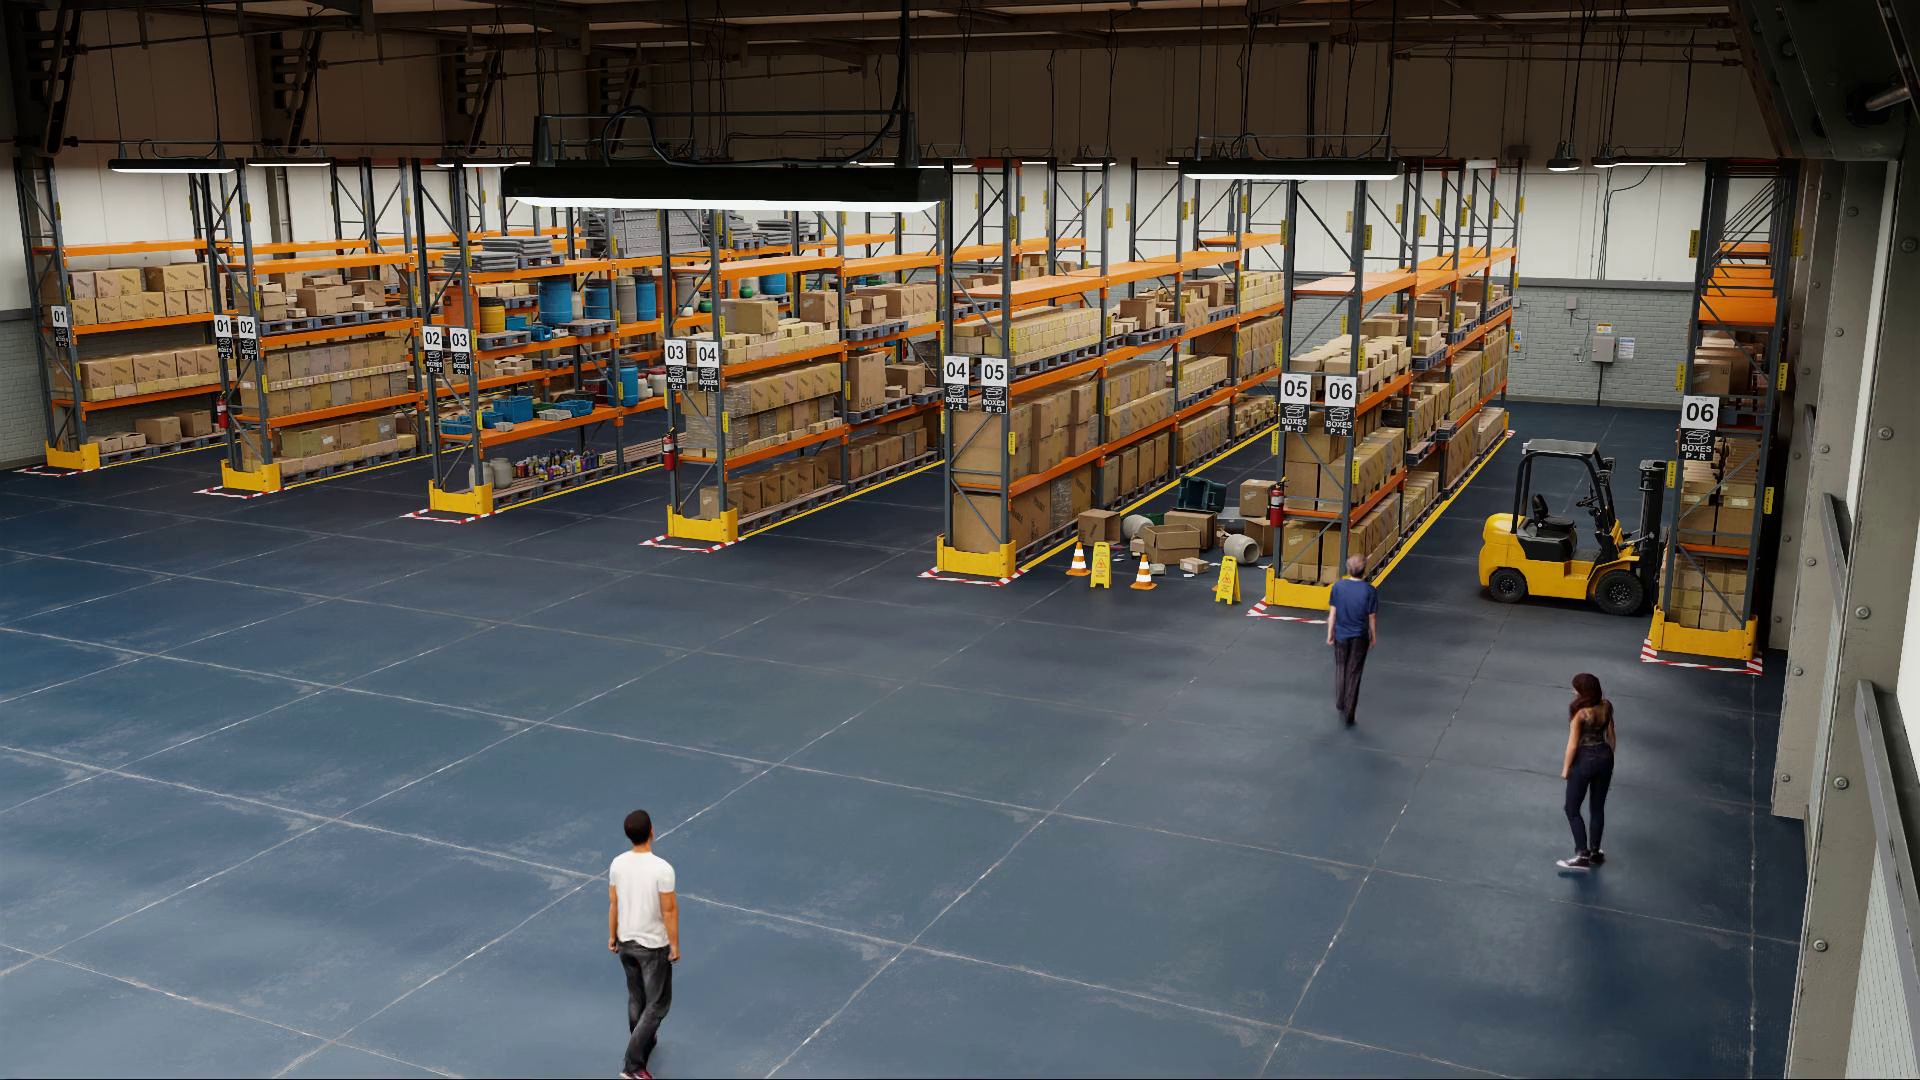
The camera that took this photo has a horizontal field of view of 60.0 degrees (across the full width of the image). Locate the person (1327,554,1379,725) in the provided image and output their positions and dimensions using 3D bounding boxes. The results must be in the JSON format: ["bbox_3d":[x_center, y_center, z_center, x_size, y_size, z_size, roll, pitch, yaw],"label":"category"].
[{"bbox_3d":[4.211,1.092,17.954,0.677,1.847,0.874,6,14,23],"label":"person"}]

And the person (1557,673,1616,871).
[{"bbox_3d":[5.503,1.974,14.380,0.807,1.742,0.876,-2,13,-7],"label":"person"}]

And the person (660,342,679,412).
[{"bbox_3d":[-7.048,-3.945,40.078,0.626,1.679,1.067,5,14,20],"label":"person"}]

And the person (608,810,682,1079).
[{"bbox_3d":[-2.150,2.721,11.089,0.726,1.770,0.896,7,15,27],"label":"person"}]
